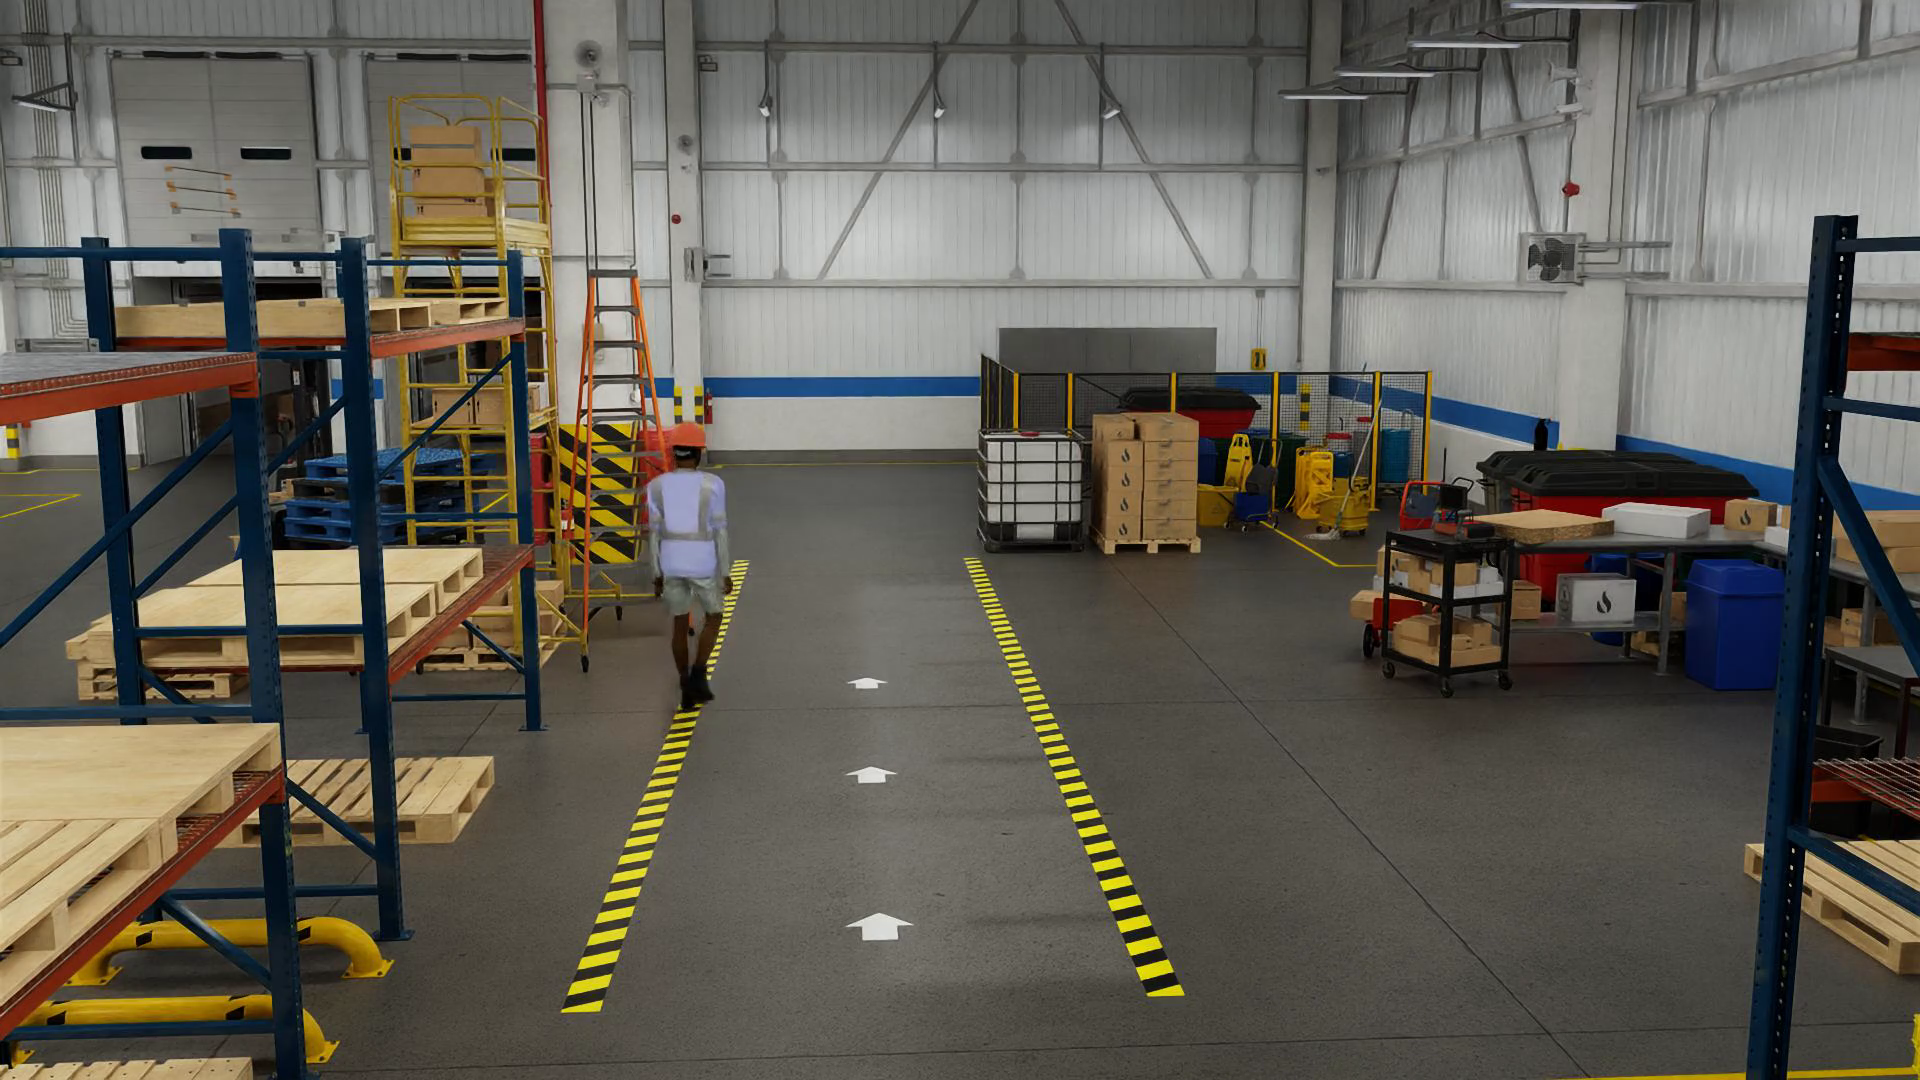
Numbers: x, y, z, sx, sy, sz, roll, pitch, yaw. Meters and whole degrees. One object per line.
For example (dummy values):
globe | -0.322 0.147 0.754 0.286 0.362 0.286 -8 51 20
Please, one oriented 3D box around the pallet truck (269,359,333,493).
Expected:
pallet truck | -7.062 -1.131 18.996 1.885 1.965 0.823 2 9 13

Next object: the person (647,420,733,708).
person | -1.785 0.168 11.075 0.582 1.922 0.405 2 9 11
